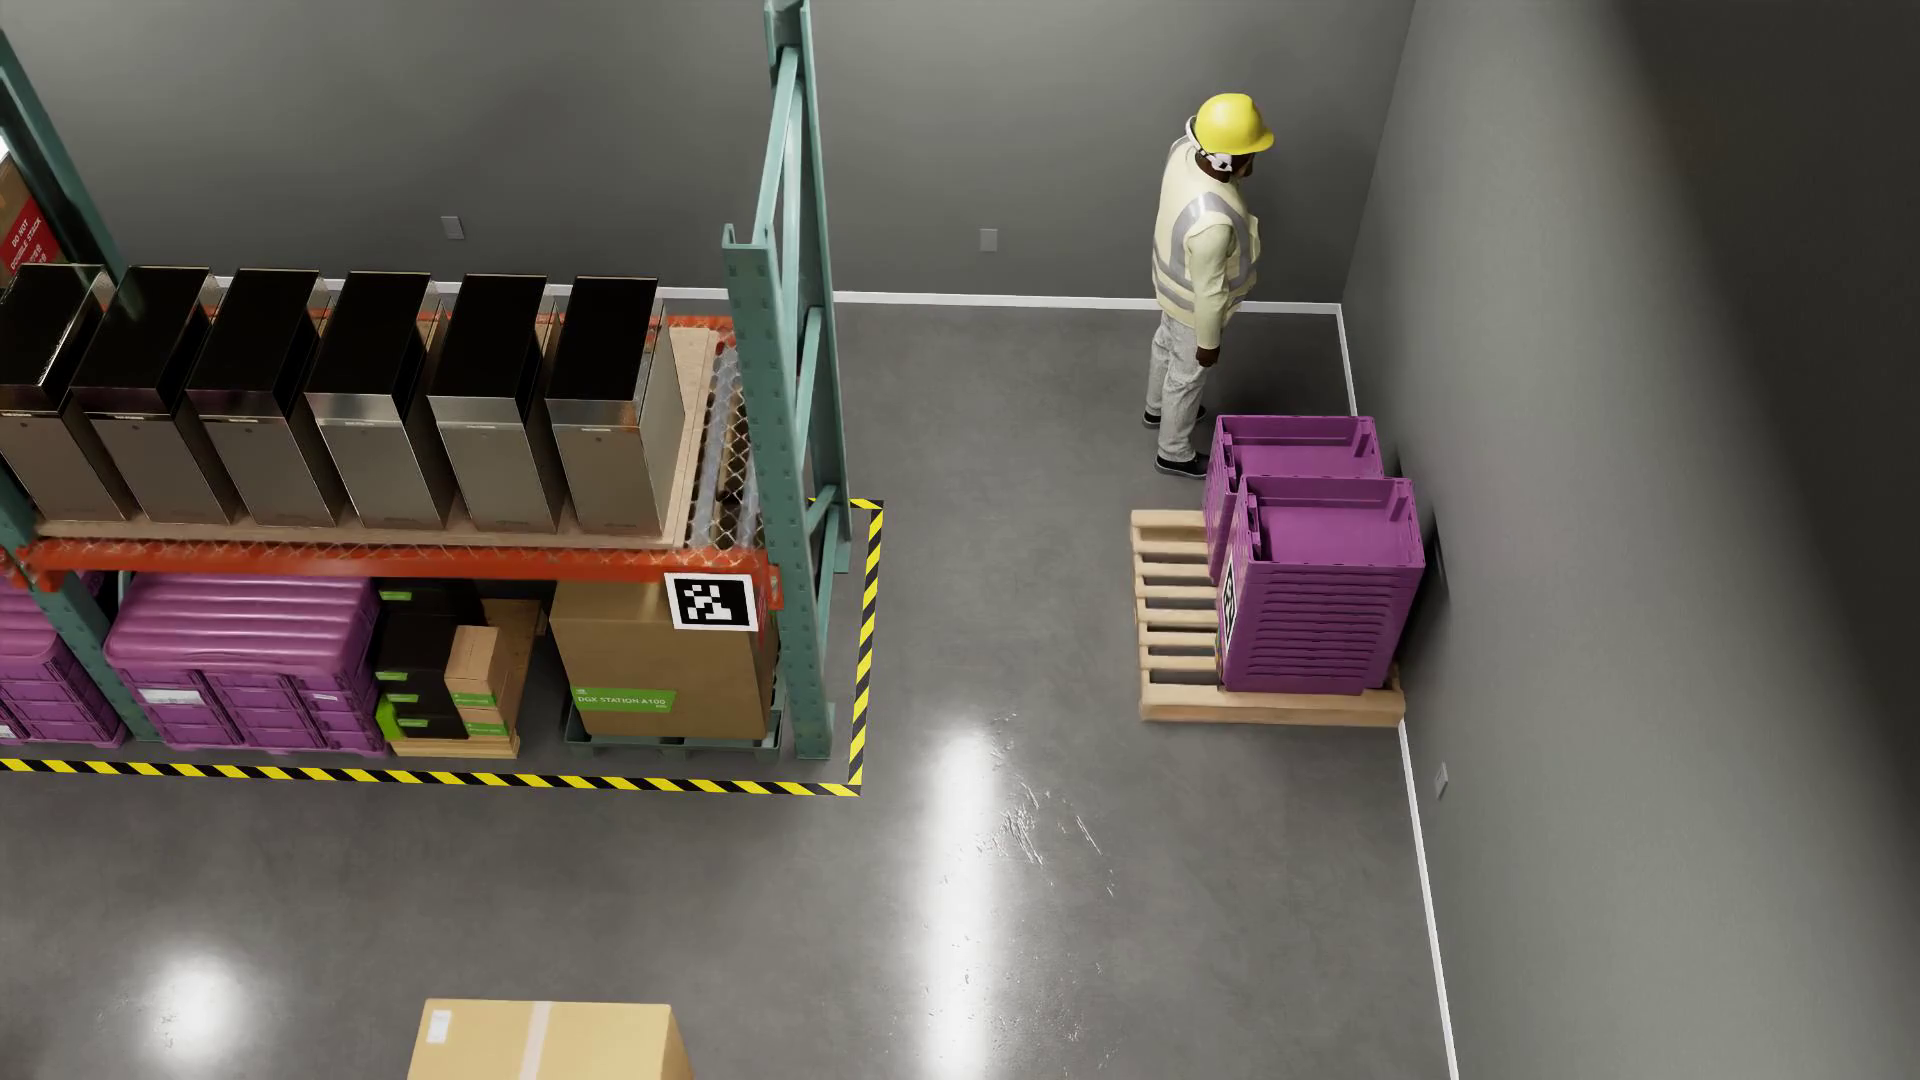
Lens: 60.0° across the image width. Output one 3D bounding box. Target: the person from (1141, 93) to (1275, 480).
[{"bbox_3d":[0.949,-0.987,6.536,0.404,1.830,0.602,-4,52,-3],"label":"person"}]
